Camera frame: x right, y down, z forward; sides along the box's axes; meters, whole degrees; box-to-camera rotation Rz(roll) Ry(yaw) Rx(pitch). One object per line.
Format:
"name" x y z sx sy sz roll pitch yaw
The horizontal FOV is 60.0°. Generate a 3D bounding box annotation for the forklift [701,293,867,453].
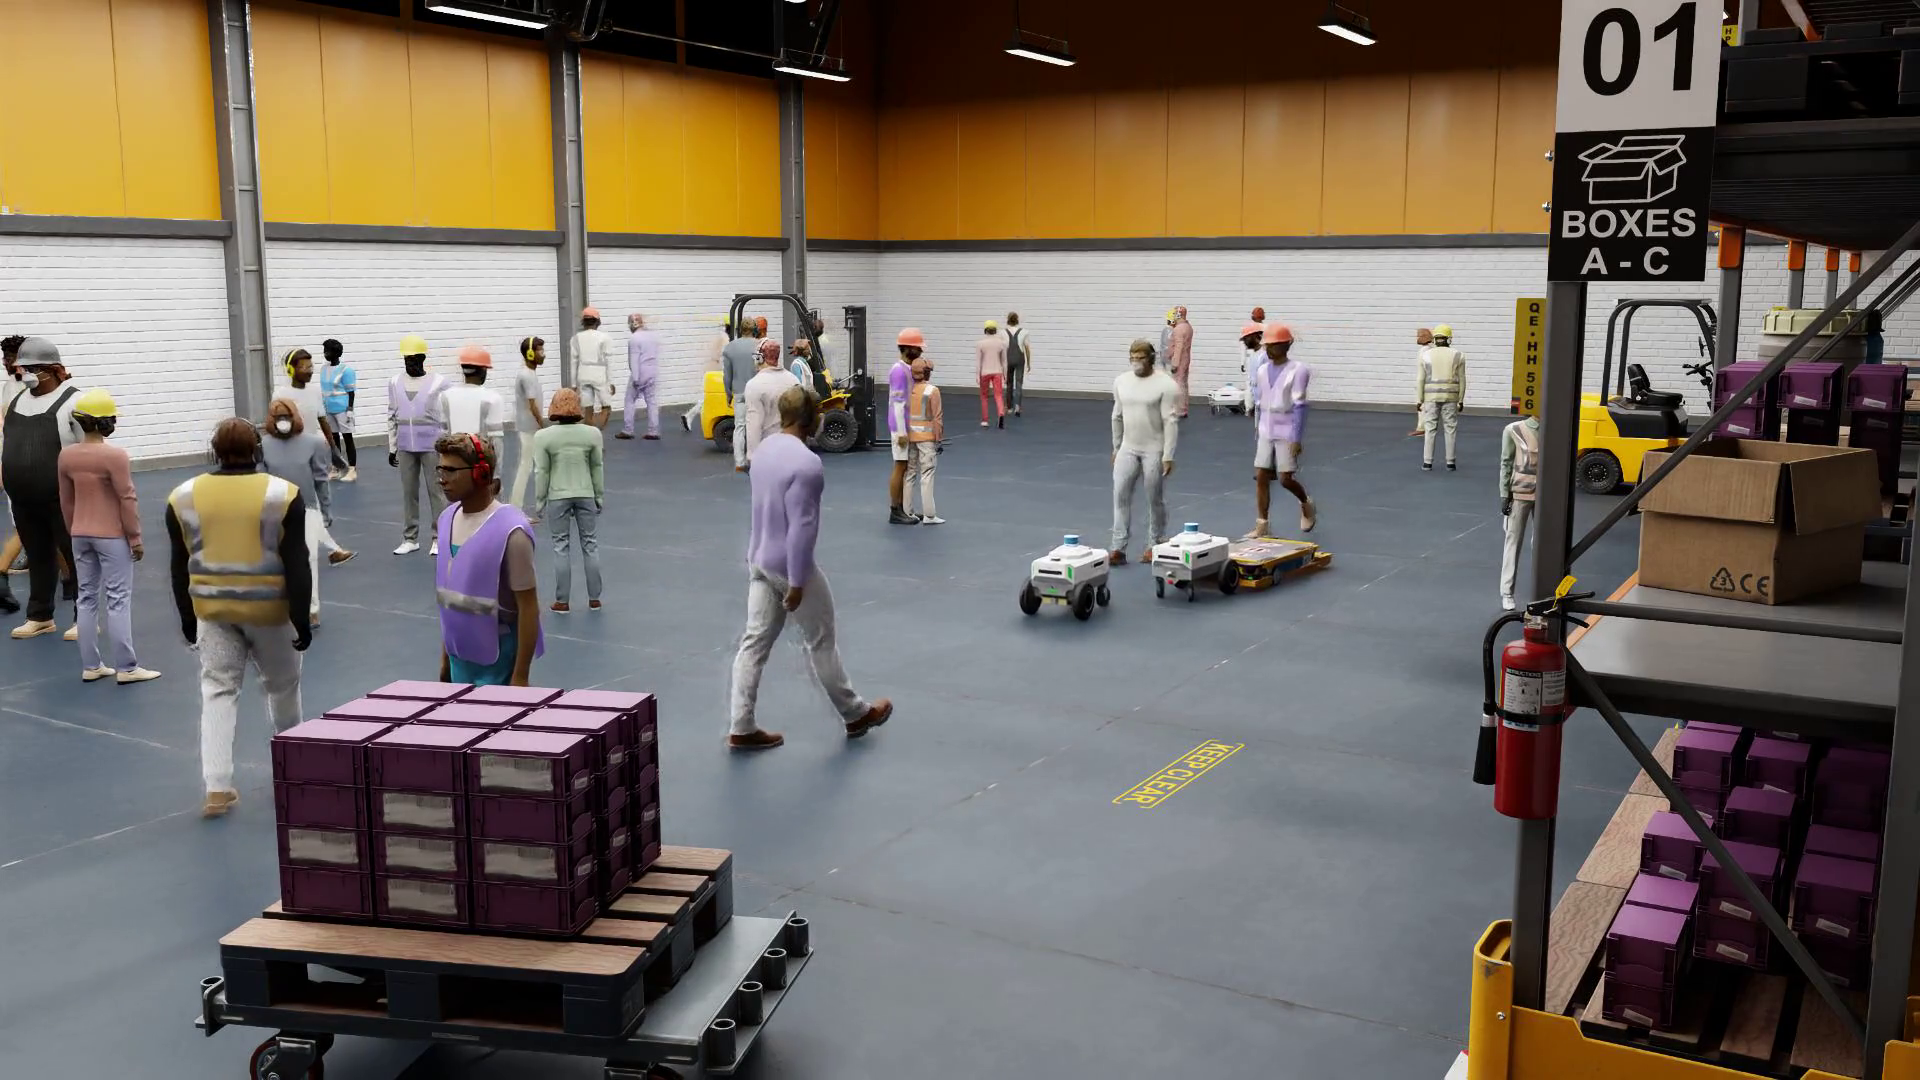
"forklift" -2.458 -2.344 23.176 2.313 2.155 1.214 0 9 -2

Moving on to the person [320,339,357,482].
"person" -7.342 -1.525 19.615 0.529 1.694 0.321 5 10 27

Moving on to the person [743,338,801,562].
"person" -1.624 -0.757 14.160 0.401 1.910 0.641 6 11 34

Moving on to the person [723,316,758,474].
"person" -2.588 -1.771 20.390 0.633 1.938 0.356 2 9 14

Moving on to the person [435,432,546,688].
"person" -1.861 0.486 6.595 0.569 1.843 0.374 8 12 41

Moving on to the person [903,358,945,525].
"person" -0.383 -0.966 16.305 0.522 1.636 0.310 7 11 37

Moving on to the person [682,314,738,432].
"person" -3.765 -2.557 25.570 0.982 1.866 0.616 -4 10 -22

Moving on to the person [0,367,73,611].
"person" -6.823 -0.438 12.209 0.557 1.904 0.907 2 9 11

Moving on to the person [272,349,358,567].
"person" -5.453 -0.685 13.972 0.953 1.819 0.542 3 10 17

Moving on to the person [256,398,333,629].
"person" -4.598 -0.166 11.426 0.537 1.598 0.793 -3 10 -20

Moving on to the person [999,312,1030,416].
"person" 0.943 -3.044 28.774 0.525 1.812 0.926 1 9 6

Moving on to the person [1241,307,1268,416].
"person" 5.119 -3.065 28.658 0.577 1.881 0.388 0 9 2

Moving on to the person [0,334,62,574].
"person" -7.556 -0.683 13.512 0.613 1.964 0.361 5 10 27

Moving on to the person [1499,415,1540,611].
"person" 4.183 -0.302 12.141 0.515 1.645 0.308 -1 9 -4

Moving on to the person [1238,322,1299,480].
"person" 3.624 -1.633 19.695 0.661 1.886 0.600 -2 9 -11

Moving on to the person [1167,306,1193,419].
"person" 3.718 -3.014 28.251 0.409 1.908 0.647 4 10 22

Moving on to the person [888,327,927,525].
"person" -0.511 -1.123 16.363 0.373 1.937 0.543 2 9 13

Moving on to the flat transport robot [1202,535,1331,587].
"flat transport robot" 2.423 0.163 13.512 0.652 0.197 1.431 6 11 35

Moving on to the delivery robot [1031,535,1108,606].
"delivery robot" 0.803 0.208 12.052 0.477 0.478 0.707 5 10 28

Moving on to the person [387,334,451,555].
"person" -4.717 -0.824 14.514 0.585 1.929 0.370 1 9 7

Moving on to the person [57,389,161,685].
"person" -5.121 -0.014 9.962 0.523 1.769 0.319 3 10 18

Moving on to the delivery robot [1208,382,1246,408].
"delivery robot" 4.685 -2.505 28.987 0.707 0.478 0.477 -2 9 -12

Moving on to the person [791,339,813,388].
"person" -1.999 -1.711 20.941 0.312 1.642 0.512 1 9 5

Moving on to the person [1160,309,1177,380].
"person" 3.708 -3.109 29.076 0.404 1.830 0.601 -1 9 -8

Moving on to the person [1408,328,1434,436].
"person" 7.018 -2.397 25.267 0.305 1.635 0.500 5 10 27

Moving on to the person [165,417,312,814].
"person" -3.337 0.324 7.784 0.646 1.802 0.871 -1 9 -7

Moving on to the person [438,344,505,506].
"person" -3.782 -0.576 13.064 0.546 1.902 0.810 1 9 5

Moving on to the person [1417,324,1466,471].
"person" 5.989 -1.765 20.714 0.586 1.824 0.403 2 9 14

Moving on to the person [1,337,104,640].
"person" -6.112 -0.338 11.128 0.677 2.000 0.536 2 9 11

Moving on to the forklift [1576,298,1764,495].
"forklift" 7.954 -1.589 18.462 2.313 2.155 1.214 5 11 30

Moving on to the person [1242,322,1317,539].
"person" 2.962 -0.986 15.250 0.756 2.019 0.625 -7 12 -39

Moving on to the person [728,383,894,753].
"person" -0.818 0.139 8.624 0.968 1.886 0.628 -7 11 -36

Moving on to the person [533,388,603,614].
"person" -2.828 -0.283 12.050 0.501 1.633 0.285 -4 10 -25

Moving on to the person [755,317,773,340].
"person" -2.623 -2.019 22.137 0.356 1.877 0.574 4 10 21

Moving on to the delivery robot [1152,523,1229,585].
"delivery robot" 1.753 0.114 12.643 0.477 0.478 0.707 7 11 35

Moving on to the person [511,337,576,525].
"person" -4.066 -1.054 16.246 0.738 1.846 0.532 -1 9 -6

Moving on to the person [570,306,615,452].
"person" -4.994 -2.173 22.676 0.641 2.013 0.558 2 9 10

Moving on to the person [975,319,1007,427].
"person" 0.508 -2.643 26.463 0.531 1.746 0.741 -2 9 -11

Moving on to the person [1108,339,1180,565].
"person" 1.495 -0.716 13.900 0.651 1.904 0.853 6 11 31

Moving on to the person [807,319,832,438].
"person" -2.054 -2.419 24.877 0.944 1.809 0.618 -2 9 -15

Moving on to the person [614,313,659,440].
"person" -4.789 -2.422 24.682 0.818 1.862 0.647 5 10 28
